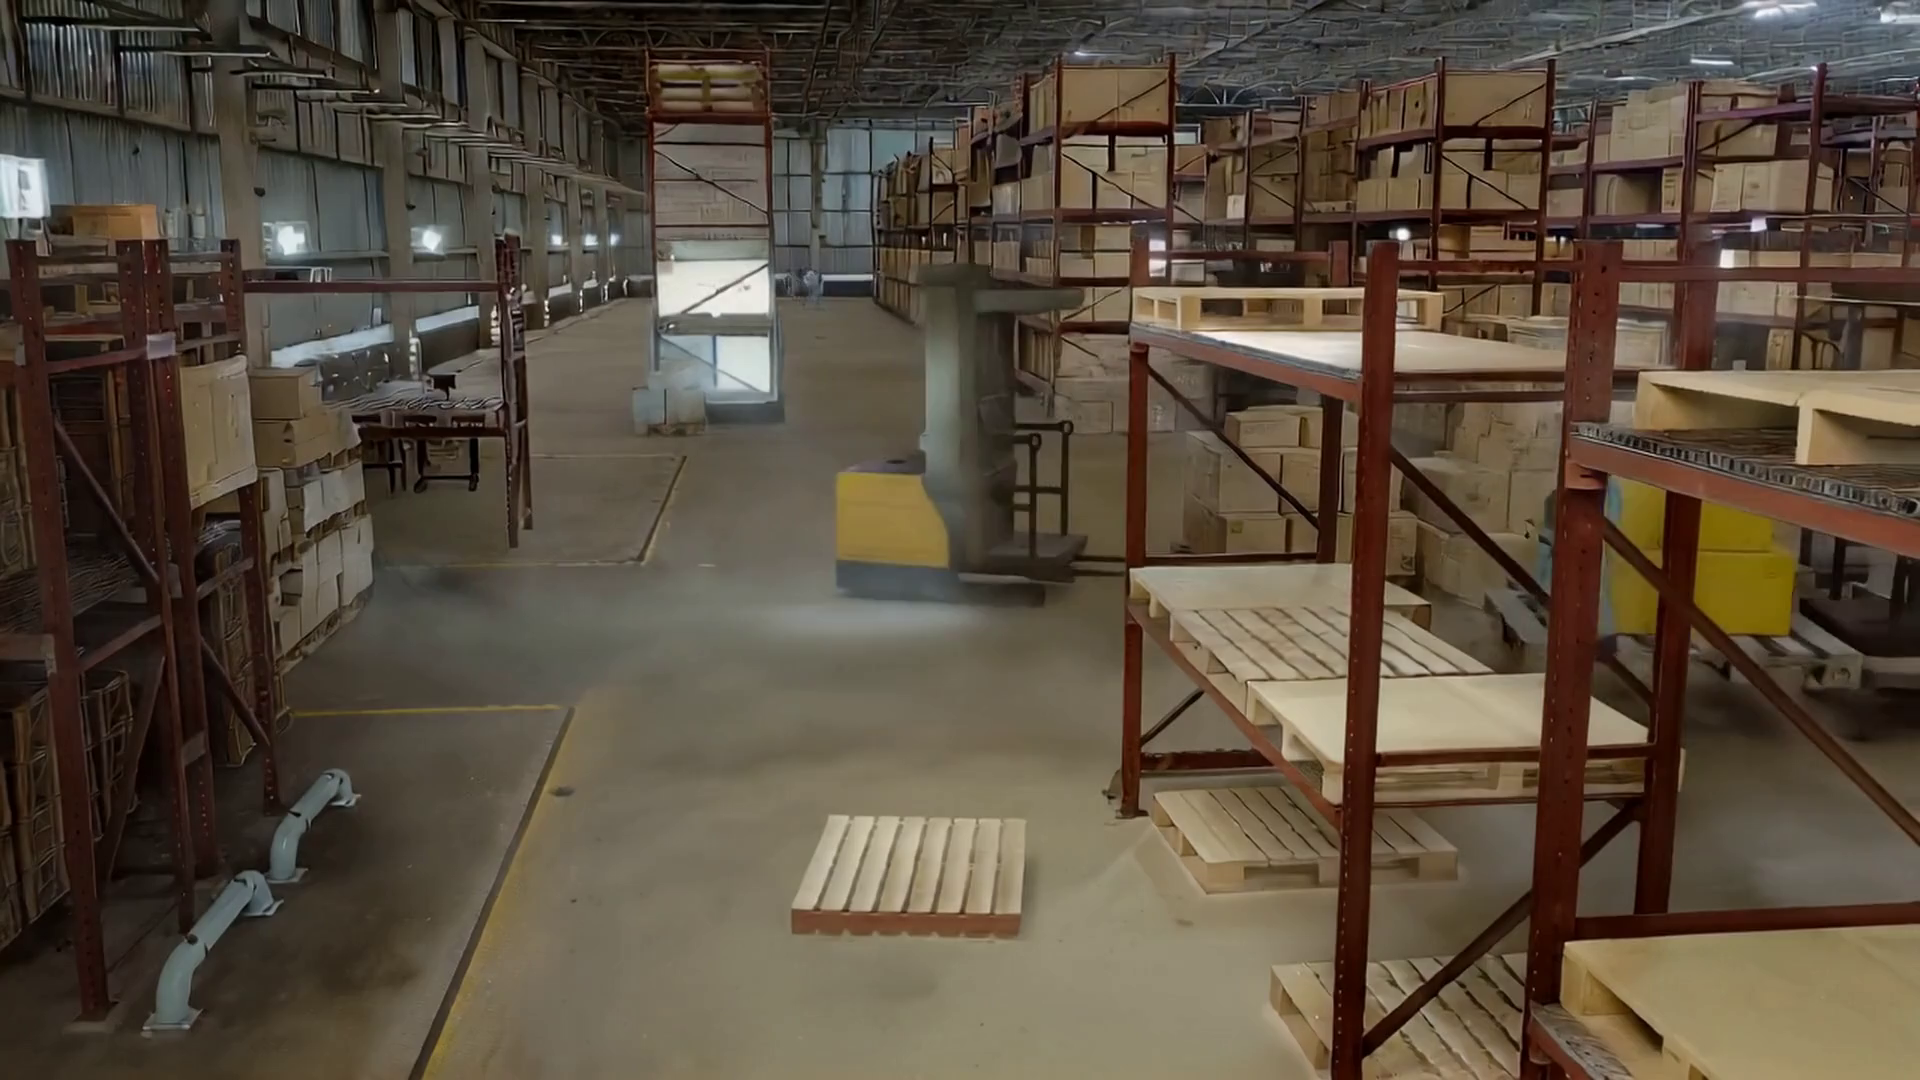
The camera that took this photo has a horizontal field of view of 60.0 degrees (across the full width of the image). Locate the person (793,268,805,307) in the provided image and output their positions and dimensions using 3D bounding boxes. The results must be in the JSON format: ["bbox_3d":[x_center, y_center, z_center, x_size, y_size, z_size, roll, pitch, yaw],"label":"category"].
[{"bbox_3d":[-7.245,-11.415,75.229,0.596,1.794,0.978,-6,12,-31],"label":"person"}]

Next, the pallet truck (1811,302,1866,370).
[{"bbox_3d":[15.846,-3.142,28.793,1.885,1.965,0.823,2,10,12],"label":"pallet truck"}]

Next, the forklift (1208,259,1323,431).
[{"bbox_3d":[4.817,-3.013,25.626,1.129,2.768,1.873,8,13,38],"label":"forklift"}]

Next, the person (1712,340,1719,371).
[{"bbox_3d":[10.588,-2.045,23.706,0.523,1.638,0.310,-5,11,-25],"label":"person"}]

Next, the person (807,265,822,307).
[{"bbox_3d":[-6.623,-11.580,75.889,0.652,1.875,0.737,-7,12,-34],"label":"person"}]

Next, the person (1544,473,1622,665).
[{"bbox_3d":[3.781,0.265,10.127,0.573,1.920,0.485,-5,11,-25],"label":"person"}]

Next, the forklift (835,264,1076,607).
[{"bbox_3d":[-0.044,-0.948,14.184,1.873,2.768,1.129,3,11,18],"label":"forklift"}]

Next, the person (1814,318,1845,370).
[{"bbox_3d":[12.562,-2.255,24.134,0.386,1.910,0.592,6,12,29],"label":"person"}]

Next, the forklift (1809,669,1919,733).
[{"bbox_3d":[6.592,-0.255,10.344,1.873,2.768,1.129,2,10,9],"label":"forklift"}]

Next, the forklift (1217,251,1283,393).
[{"bbox_3d":[5.687,-4.176,32.072,1.129,2.768,1.873,-1,10,-6],"label":"forklift"}]

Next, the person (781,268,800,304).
[{"bbox_3d":[-8.067,-11.995,78.659,0.895,1.702,0.574,-5,11,-26],"label":"person"}]
